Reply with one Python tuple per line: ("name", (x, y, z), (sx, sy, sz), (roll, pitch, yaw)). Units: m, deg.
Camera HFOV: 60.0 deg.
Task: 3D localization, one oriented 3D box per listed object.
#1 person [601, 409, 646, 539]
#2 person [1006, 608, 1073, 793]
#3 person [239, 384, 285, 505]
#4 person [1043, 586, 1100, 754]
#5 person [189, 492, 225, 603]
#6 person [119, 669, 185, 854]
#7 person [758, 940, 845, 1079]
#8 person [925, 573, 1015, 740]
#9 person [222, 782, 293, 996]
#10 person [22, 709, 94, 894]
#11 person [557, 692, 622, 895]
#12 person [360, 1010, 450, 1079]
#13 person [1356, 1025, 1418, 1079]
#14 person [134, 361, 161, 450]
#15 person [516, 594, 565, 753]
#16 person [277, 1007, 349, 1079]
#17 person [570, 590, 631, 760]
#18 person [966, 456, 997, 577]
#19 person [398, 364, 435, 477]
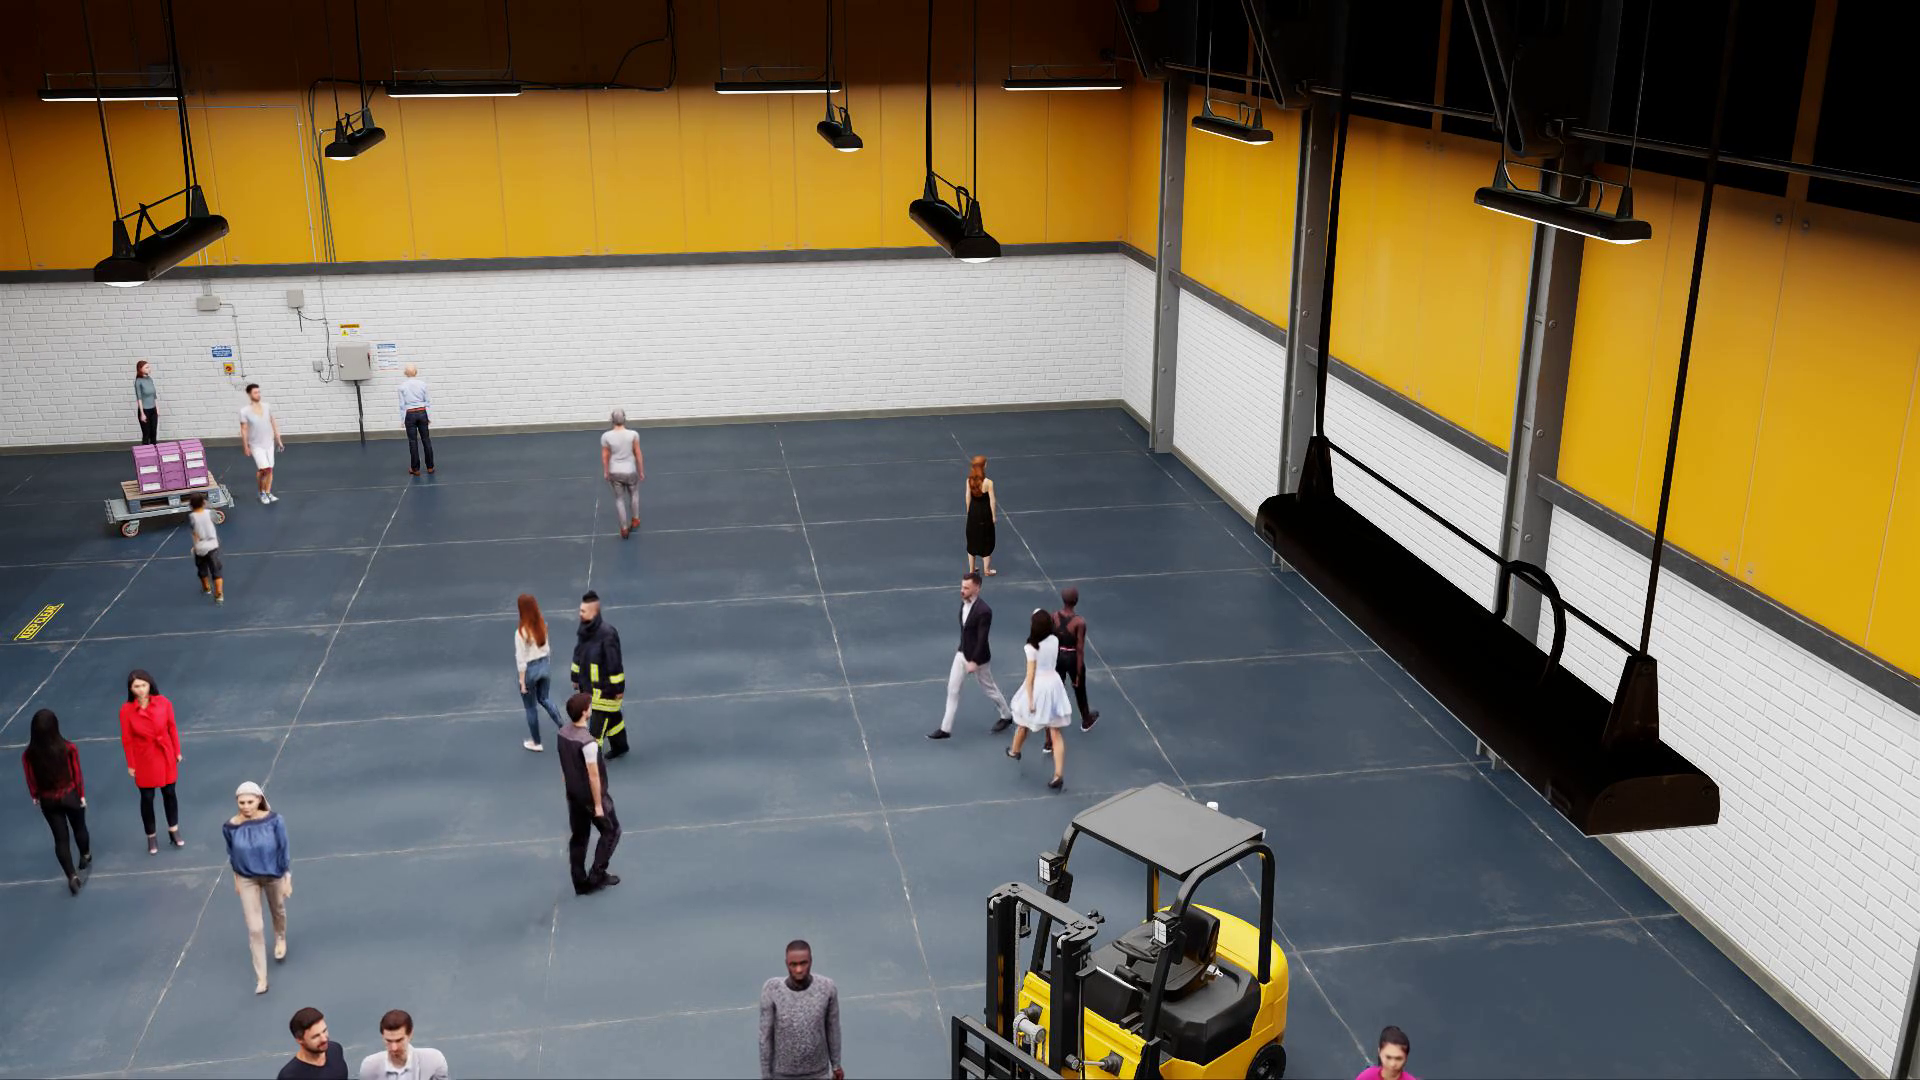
("person", (-4.752, -0.914, 23.464), (0.722, 1.804, 0.890), (-3, 19, -10))
("person", (0.871, 1.586, 16.097), (0.930, 1.767, 1.246), (-11, 21, -28))
("person", (-10.566, -1.455, 25.014), (0.890, 1.839, 0.822), (11, 22, 29))
("person", (1.022, 1.340, 16.912), (1.081, 1.714, 1.211), (10, 21, 28))
("person", (-9.579, 0.060, 21.161), (0.801, 1.427, 1.081), (-12, 22, -31))
("person", (-7.260, 1.976, 14.971), (0.726, 1.748, 0.753), (-14, 23, -35))
("person", (-1.022, 3.377, 10.667), (0.694, 1.839, 0.546), (-4, 19, -12))
("person", (0.243, 1.219, 17.156), (1.034, 1.786, 1.273), (-10, 21, -28))
("person", (-5.483, 2.655, 13.115), (0.713, 1.645, 1.133), (-5, 19, -16))
("person", (-7.721, 2.270, 14.269), (0.704, 1.637, 0.900), (-8, 20, -22))
("person", (-3.262, 2.198, 14.166), (0.799, 1.840, 0.878), (16, 24, 40))
("person", (-3.285, 3.594, 10.029), (0.739, 1.834, 1.014), (-1, 19, -4))
("person", (2.556, 3.657, 10.078), (0.836, 1.684, 1.048), (5, 19, 13))
("person", (-13.157, -2.050, 26.939), (0.707, 1.739, 0.585), (4, 19, 13))
("person", (-4.231, 1.369, 16.824), (0.930, 1.715, 0.864), (13, 23, 34))
("person", (-3.803, 3.613, 9.918), (0.781, 1.870, 0.680), (8, 20, 23))
("person", (-3.514, 1.376, 16.619), (1.134, 1.833, 1.133), (-17, 25, -41))
("person", (0.259, -0.321, 21.981), (0.676, 1.626, 0.722), (10, 21, 26))
("person", (-8.666, -1.930, 26.500), (0.710, 1.792, 0.688), (-10, 21, -28))
